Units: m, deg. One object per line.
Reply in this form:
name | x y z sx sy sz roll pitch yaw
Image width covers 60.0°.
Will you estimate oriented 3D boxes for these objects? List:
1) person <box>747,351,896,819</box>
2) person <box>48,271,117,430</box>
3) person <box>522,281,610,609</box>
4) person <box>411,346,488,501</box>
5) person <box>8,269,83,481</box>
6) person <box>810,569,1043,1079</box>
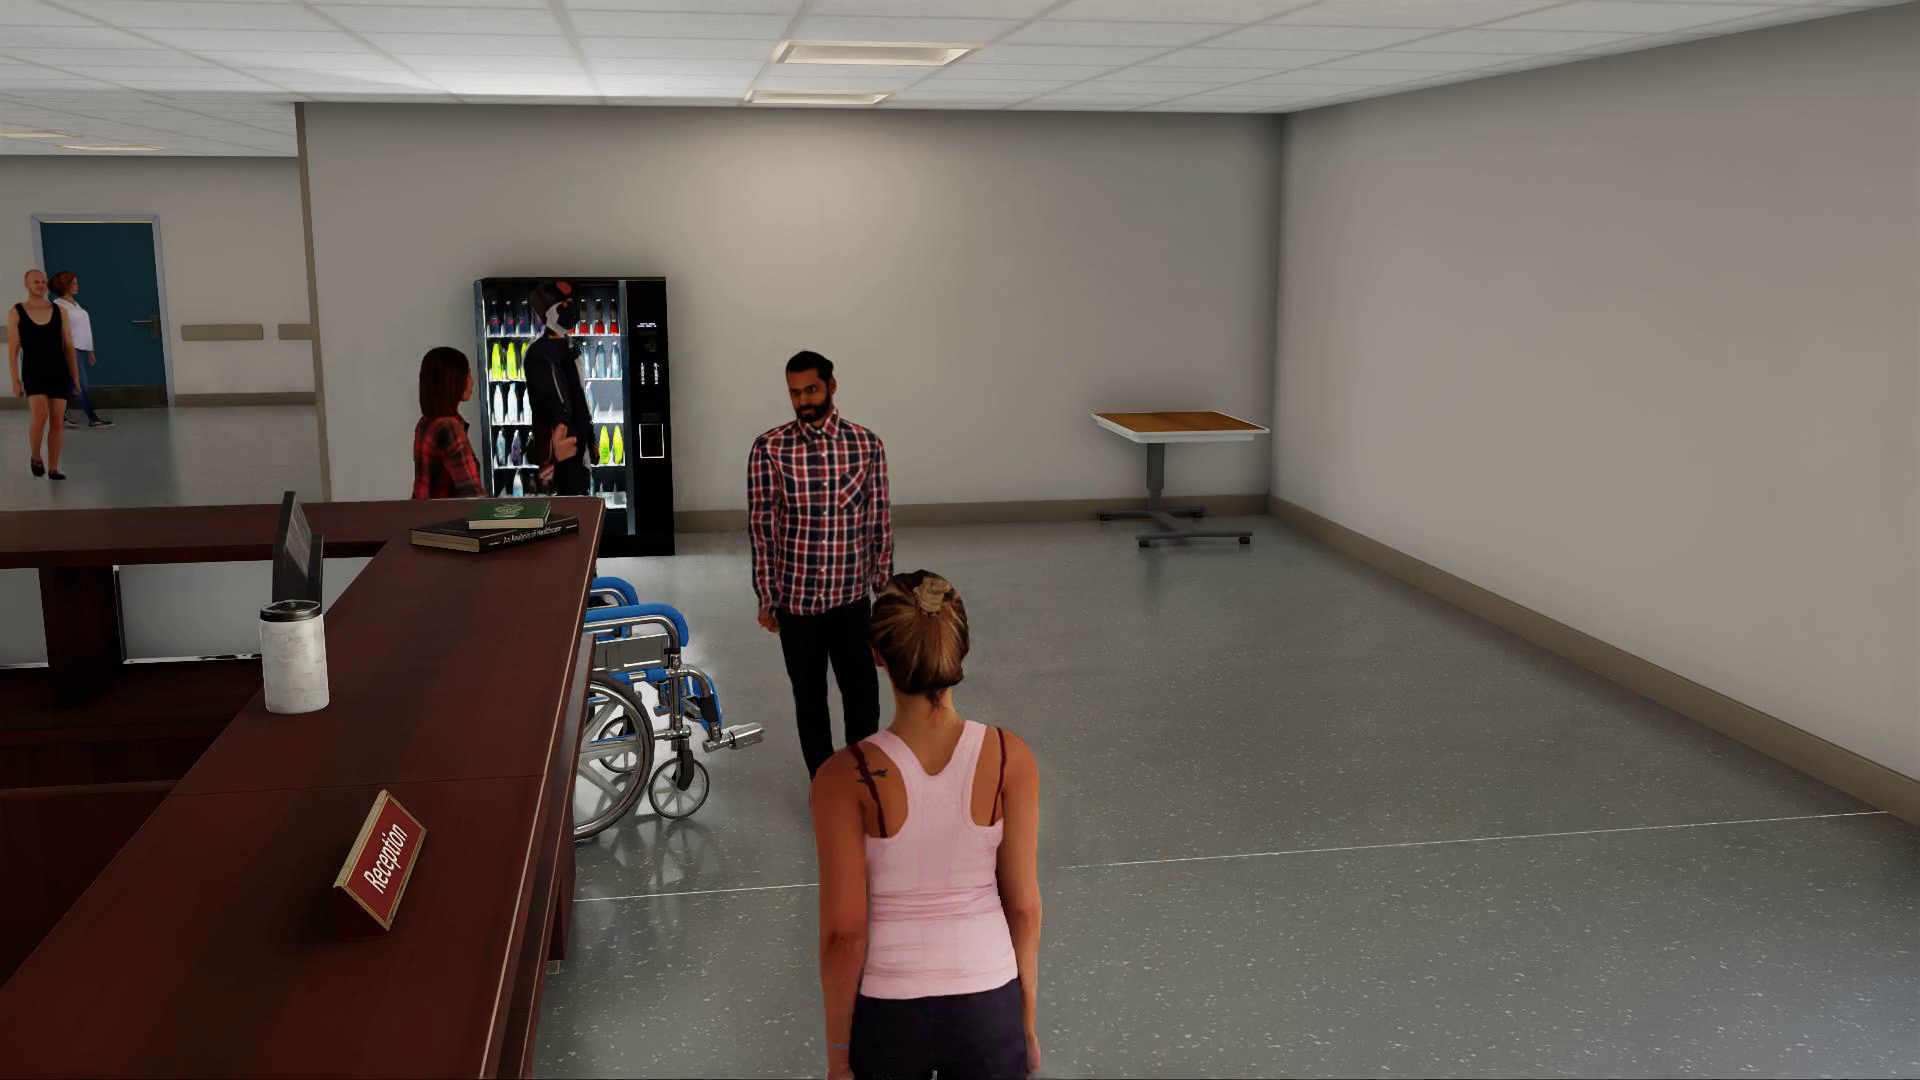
person | -0.521 0.178 6.117 0.574 1.741 0.747 -2 11 -11
person | -9.626 -2.028 17.888 0.996 1.687 0.736 0 11 -2
person | -2.257 -0.485 9.259 1.112 1.873 0.862 1 11 6
person | -2.216 0.082 6.866 1.185 1.652 0.877 -6 12 -30
person | -7.924 -1.416 14.343 0.846 1.806 0.775 9 14 40
person | -0.027 0.865 2.835 0.975 1.614 0.660 -1 11 -7
